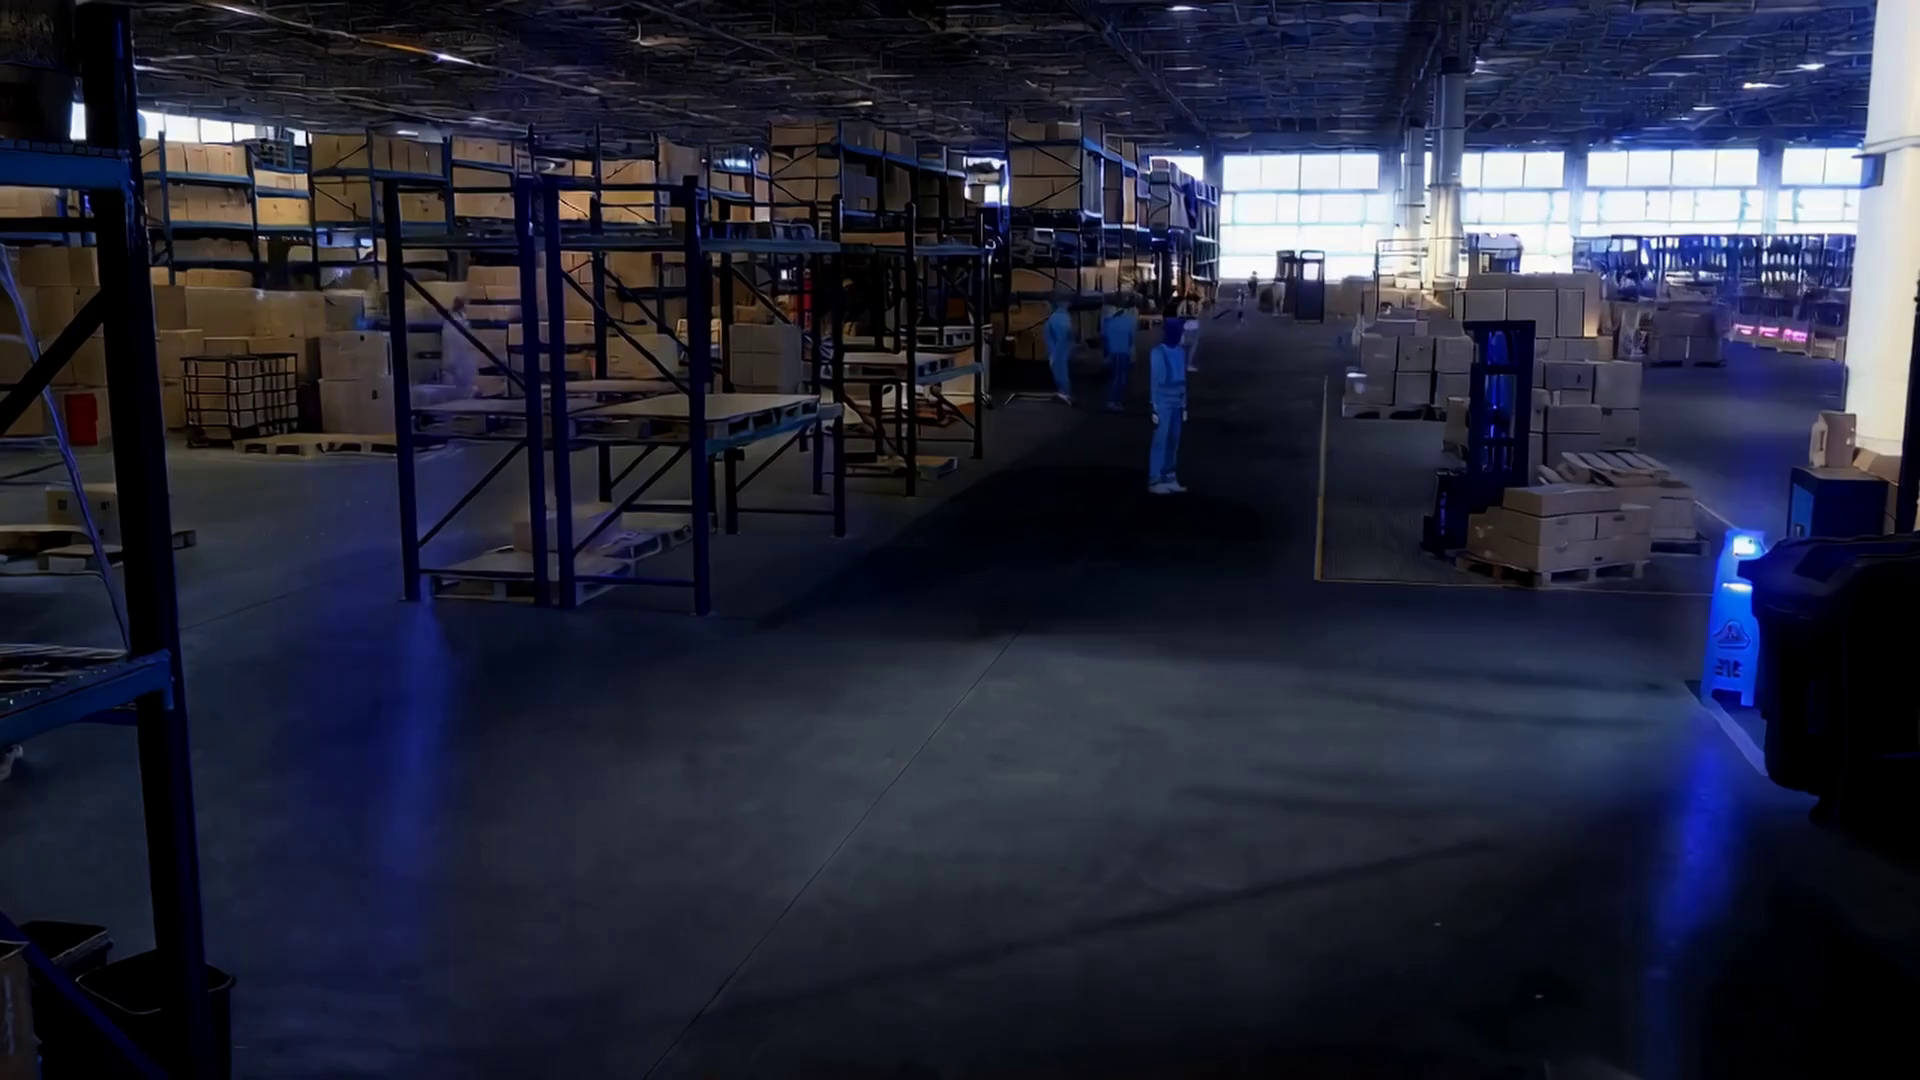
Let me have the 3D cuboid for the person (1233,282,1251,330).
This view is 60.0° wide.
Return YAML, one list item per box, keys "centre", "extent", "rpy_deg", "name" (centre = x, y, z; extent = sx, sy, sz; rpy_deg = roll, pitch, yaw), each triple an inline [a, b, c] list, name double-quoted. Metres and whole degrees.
- centre: [9.983, -8.262, 58.695]
  extent: [0.650, 1.681, 0.538]
  rpy_deg: [-2, 10, -13]
  name: "person"

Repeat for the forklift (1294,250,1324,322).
- centre: [13.778, -10.002, 65.433]
  extent: [1.129, 2.768, 1.873]
  rpy_deg: [2, 10, 12]
  name: "forklift"

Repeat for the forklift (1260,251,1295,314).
- centre: [14.490, -11.504, 74.327]
  extent: [1.129, 2.768, 1.873]
  rpy_deg: [-9, 13, -44]
  name: "forklift"

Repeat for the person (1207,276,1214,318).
- centre: [10.498, -10.191, 69.854]
  extent: [0.325, 1.766, 0.528]
  rpy_deg: [3, 10, 20]
  name: "person"

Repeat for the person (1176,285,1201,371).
- centre: [5.015, -4.677, 36.795]
  extent: [0.706, 1.912, 0.400]
  rpy_deg: [-4, 10, -21]
  name: "person"

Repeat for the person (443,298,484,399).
- centre: [-7.651, -2.778, 25.604]
  extent: [1.035, 1.879, 0.655]
  rpy_deg: [3, 10, 15]
  name: "person"

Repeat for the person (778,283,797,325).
- centre: [-5.106, -6.697, 49.096]
  extent: [0.642, 1.801, 0.958]
  rpy_deg: [3, 10, 16]
  name: "person"

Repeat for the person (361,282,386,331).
- centre: [-14.673, -5.505, 41.684]
  extent: [0.587, 1.911, 0.397]
  rpy_deg: [-5, 11, -26]
  name: "person"

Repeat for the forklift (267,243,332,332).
- centre: [-14.709, -5.054, 36.137]
  extent: [1.873, 2.768, 1.129]
  rpy_deg: [-2, 10, -14]
  name: "forklift"

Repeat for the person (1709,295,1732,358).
- centre: [18.773, -5.242, 41.061]
  extent: [0.505, 1.592, 0.817]
  rpy_deg: [2, 10, 11]
  name: "person"

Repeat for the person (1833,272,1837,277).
- centre: [42.292, -12.004, 80.349]
  extent: [0.390, 1.846, 0.564]
  rpy_deg: [0, 10, 3]
  name: "person"

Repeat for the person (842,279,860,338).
- centre: [-2.812, -5.523, 41.578]
  extent: [0.613, 1.987, 0.404]
  rpy_deg: [-3, 10, -19]
  name: "person"

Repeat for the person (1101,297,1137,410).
- centre: [2.627, -3.061, 27.389]
  extent: [0.508, 1.845, 0.578]
  rpy_deg: [-3, 10, -18]
  name: "person"

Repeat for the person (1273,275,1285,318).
- centre: [13.454, -10.278, 70.213]
  extent: [0.403, 1.824, 0.591]
  rpy_deg: [-5, 11, -27]
  name: "person"

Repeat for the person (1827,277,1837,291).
- centre: [34.468, -9.494, 65.747]
  extent: [0.328, 1.760, 0.523]
  rpy_deg: [-1, 10, -5]
  name: "person"

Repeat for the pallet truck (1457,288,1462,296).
- centre: [20.506, -9.785, 68.819]
  extent: [0.653, 1.274, 1.630]
  rpy_deg: [2, 10, 12]
  name: "pallet truck"

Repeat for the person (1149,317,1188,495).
- centre: [2.203, -1.407, 17.526]
  extent: [0.350, 1.878, 0.568]
  rpy_deg: [8, 12, 39]
  name: "person"

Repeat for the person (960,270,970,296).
- centre: [0.258, -12.544, 83.274]
  extent: [0.547, 1.938, 0.378]
  rpy_deg: [-2, 10, -12]
  name: "person"

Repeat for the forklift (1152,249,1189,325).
- centre: [7.646, -9.320, 61.395]
  extent: [1.873, 2.768, 1.129]
  rpy_deg: [2, 10, 11]
  name: "forklift"

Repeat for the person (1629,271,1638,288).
- centre: [29.768, -10.912, 73.638]
  extent: [0.438, 1.932, 0.607]
  rpy_deg: [5, 11, 29]
  name: "person"

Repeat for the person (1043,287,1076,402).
- centre: [1.714, -3.407, 28.861]
  extent: [0.544, 2.000, 0.771]
  rpy_deg: [2, 10, 12]
  name: "person"

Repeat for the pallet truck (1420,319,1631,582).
- centre: [4.543, -0.757, 13.299]
  extent: [0.823, 1.965, 1.885]
  rpy_deg: [-4, 10, -22]
  name: "pallet truck"

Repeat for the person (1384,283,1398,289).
- centre: [16.439, -9.173, 63.469]
  extent: [1.039, 1.873, 0.575]
  rpy_deg: [-7, 12, -36]
  name: "person"

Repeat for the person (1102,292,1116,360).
- centre: [3.755, -5.268, 40.960]
  extent: [0.539, 1.676, 0.426]
  rpy_deg: [-3, 10, -17]
  name: "person"

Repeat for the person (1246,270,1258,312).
- centre: [13.554, -11.548, 77.274]
  extent: [0.573, 1.972, 0.620]
  rpy_deg: [-4, 10, -23]
  name: "person"

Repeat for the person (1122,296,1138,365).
- centre: [3.961, -4.922, 39.084]
  extent: [0.527, 1.621, 0.425]
  rpy_deg: [-8, 12, -39]
  name: "person"
